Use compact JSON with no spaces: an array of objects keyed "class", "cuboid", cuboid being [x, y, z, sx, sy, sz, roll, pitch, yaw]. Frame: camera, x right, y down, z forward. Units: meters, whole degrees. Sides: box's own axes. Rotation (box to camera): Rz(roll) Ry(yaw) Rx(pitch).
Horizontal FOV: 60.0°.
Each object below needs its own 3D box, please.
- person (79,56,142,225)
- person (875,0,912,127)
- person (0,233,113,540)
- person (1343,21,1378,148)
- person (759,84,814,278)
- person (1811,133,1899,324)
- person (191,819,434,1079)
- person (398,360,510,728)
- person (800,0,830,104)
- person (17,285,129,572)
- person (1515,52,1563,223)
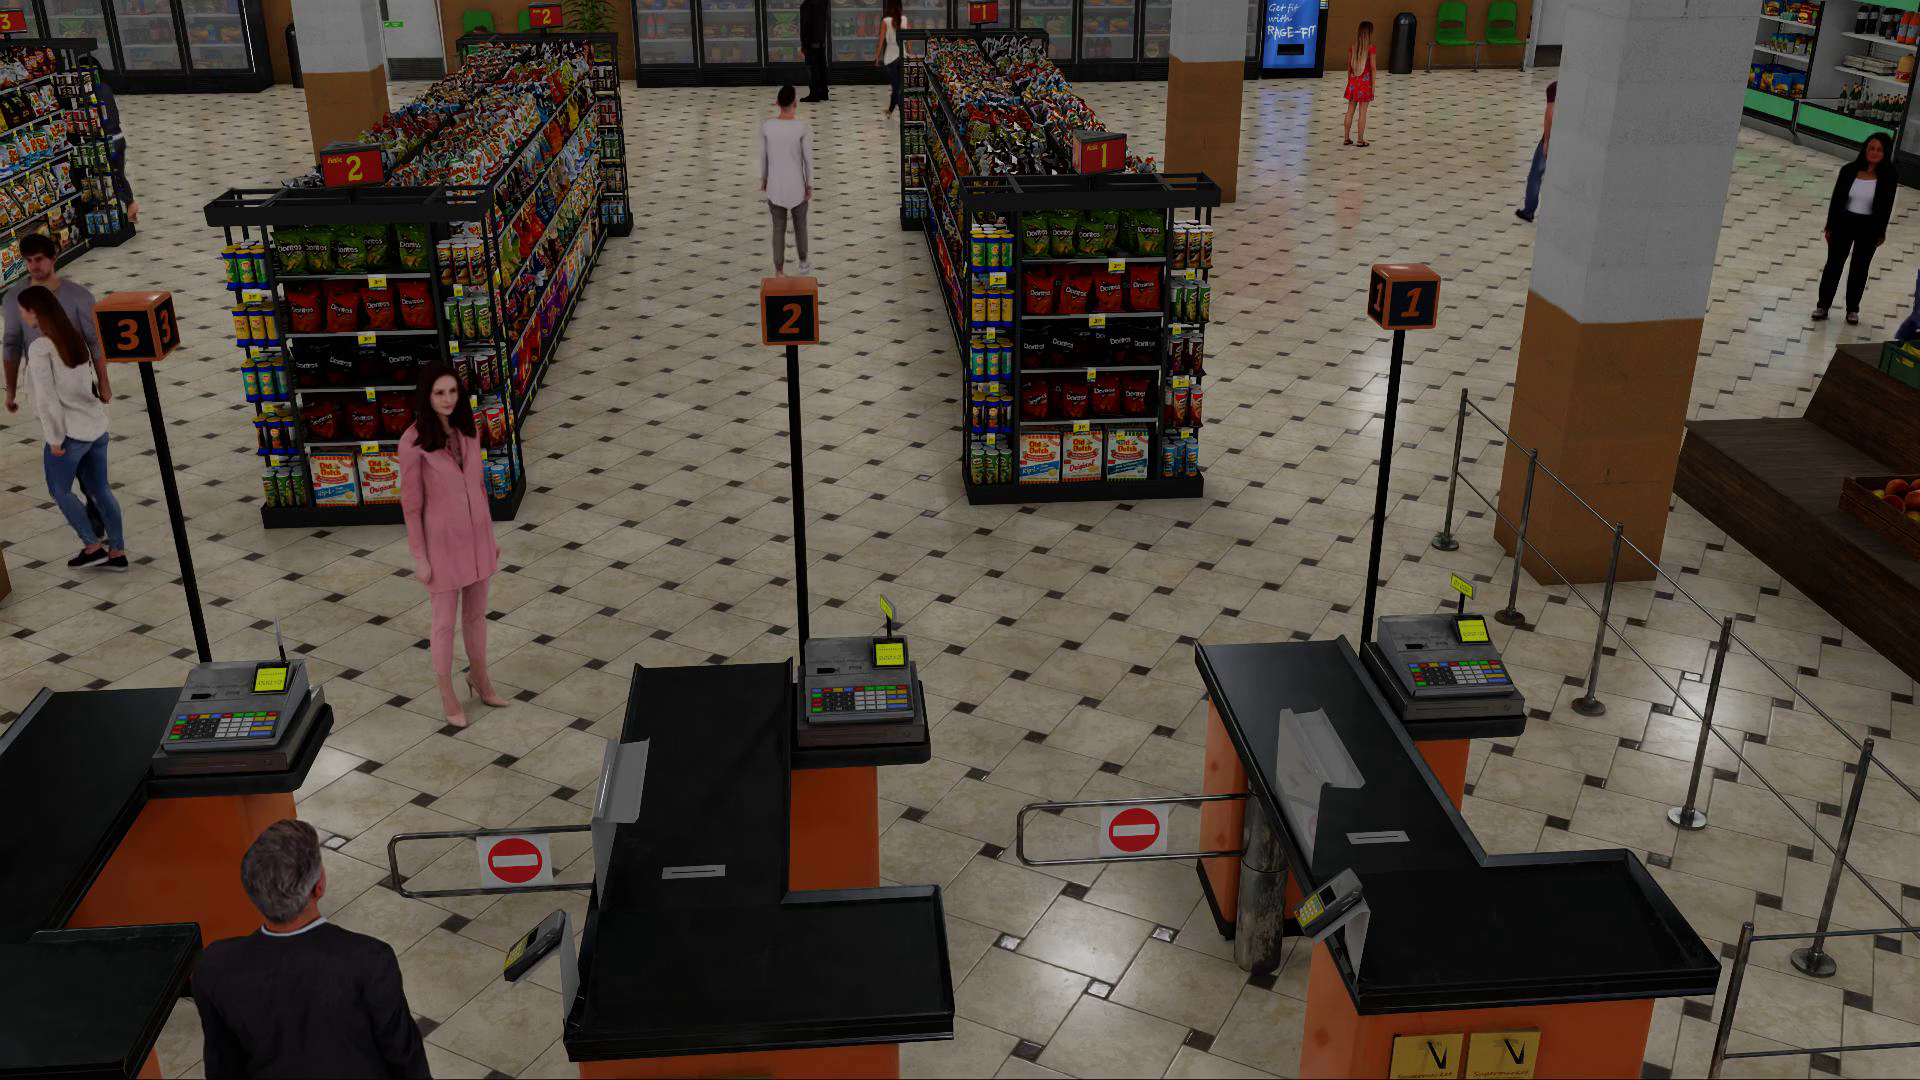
[{"class":"person","cuboid":[-8.905,-4.194,17.540,0.742,1.756,0.670,2,24,4]},{"class":"person","cuboid":[-0.851,-6.598,23.053,0.912,1.741,1.182,-12,26,-26]},{"class":"person","cuboid":[-5.395,-0.944,10.047,0.657,1.809,0.994,-2,24,-5]},{"class":"person","cuboid":[5.253,-5.996,21.863,0.654,1.592,0.724,21,31,40]},{"class":"person","cuboid":[-1.607,-3.198,15.214,0.803,1.798,1.176,2,24,4]},{"class":"person","cuboid":[7.677,-2.672,14.239,0.755,1.615,0.787,12,26,24]},{"class":"person","cuboid":[-1.632,1.532,4.349,0.725,1.842,0.617,0,24,-1]},{"class":"person","cuboid":[-2.396,0.012,7.874,0.749,1.801,0.680,17,29,34]},{"class":"person","cuboid":[-2.196,-7.592,25.219,0.854,1.826,0.762,14,27,29]},{"class":"person","cuboid":[-4.928,-0.600,9.436,0.777,1.669,0.623,2,24,5]},{"class":"person","cuboid":[6.294,-4.133,17.312,0.688,1.827,0.931,-3,24,-6]}]
